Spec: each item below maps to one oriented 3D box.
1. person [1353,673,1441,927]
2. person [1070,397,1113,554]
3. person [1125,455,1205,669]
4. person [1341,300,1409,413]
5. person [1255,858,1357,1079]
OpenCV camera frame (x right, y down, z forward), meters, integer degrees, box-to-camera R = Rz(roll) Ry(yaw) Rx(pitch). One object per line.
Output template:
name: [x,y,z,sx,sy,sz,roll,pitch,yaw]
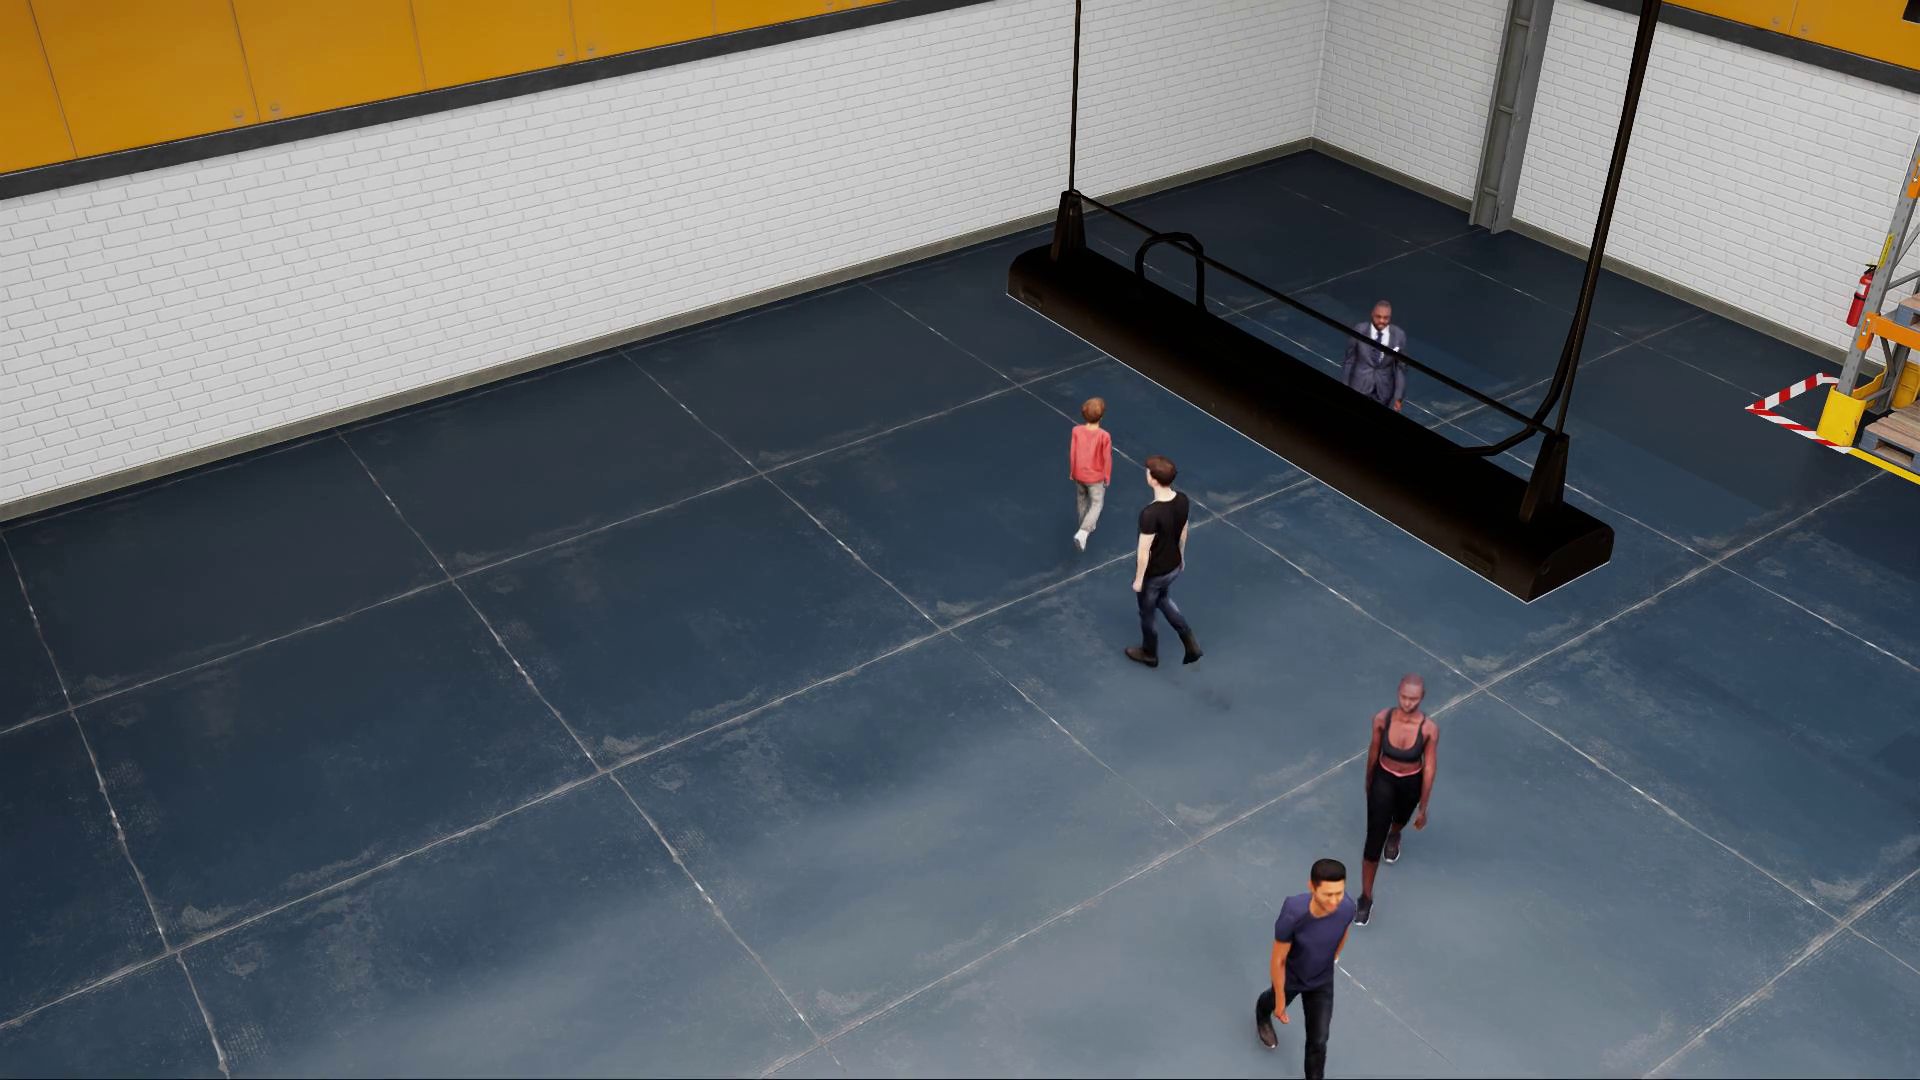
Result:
person: [2.845,1.542,10.723,1.173,1.715,1.139,10,35,15]
person: [1.074,-0.538,14.135,0.826,1.403,0.810,14,36,20]
person: [1.569,0.245,12.526,0.971,1.879,0.760,29,43,36]
person: [3.709,-1.354,15.025,1.180,1.777,1.265,4,34,5]
person: [1.907,2.393,9.410,0.978,1.752,1.230,-5,34,-8]
